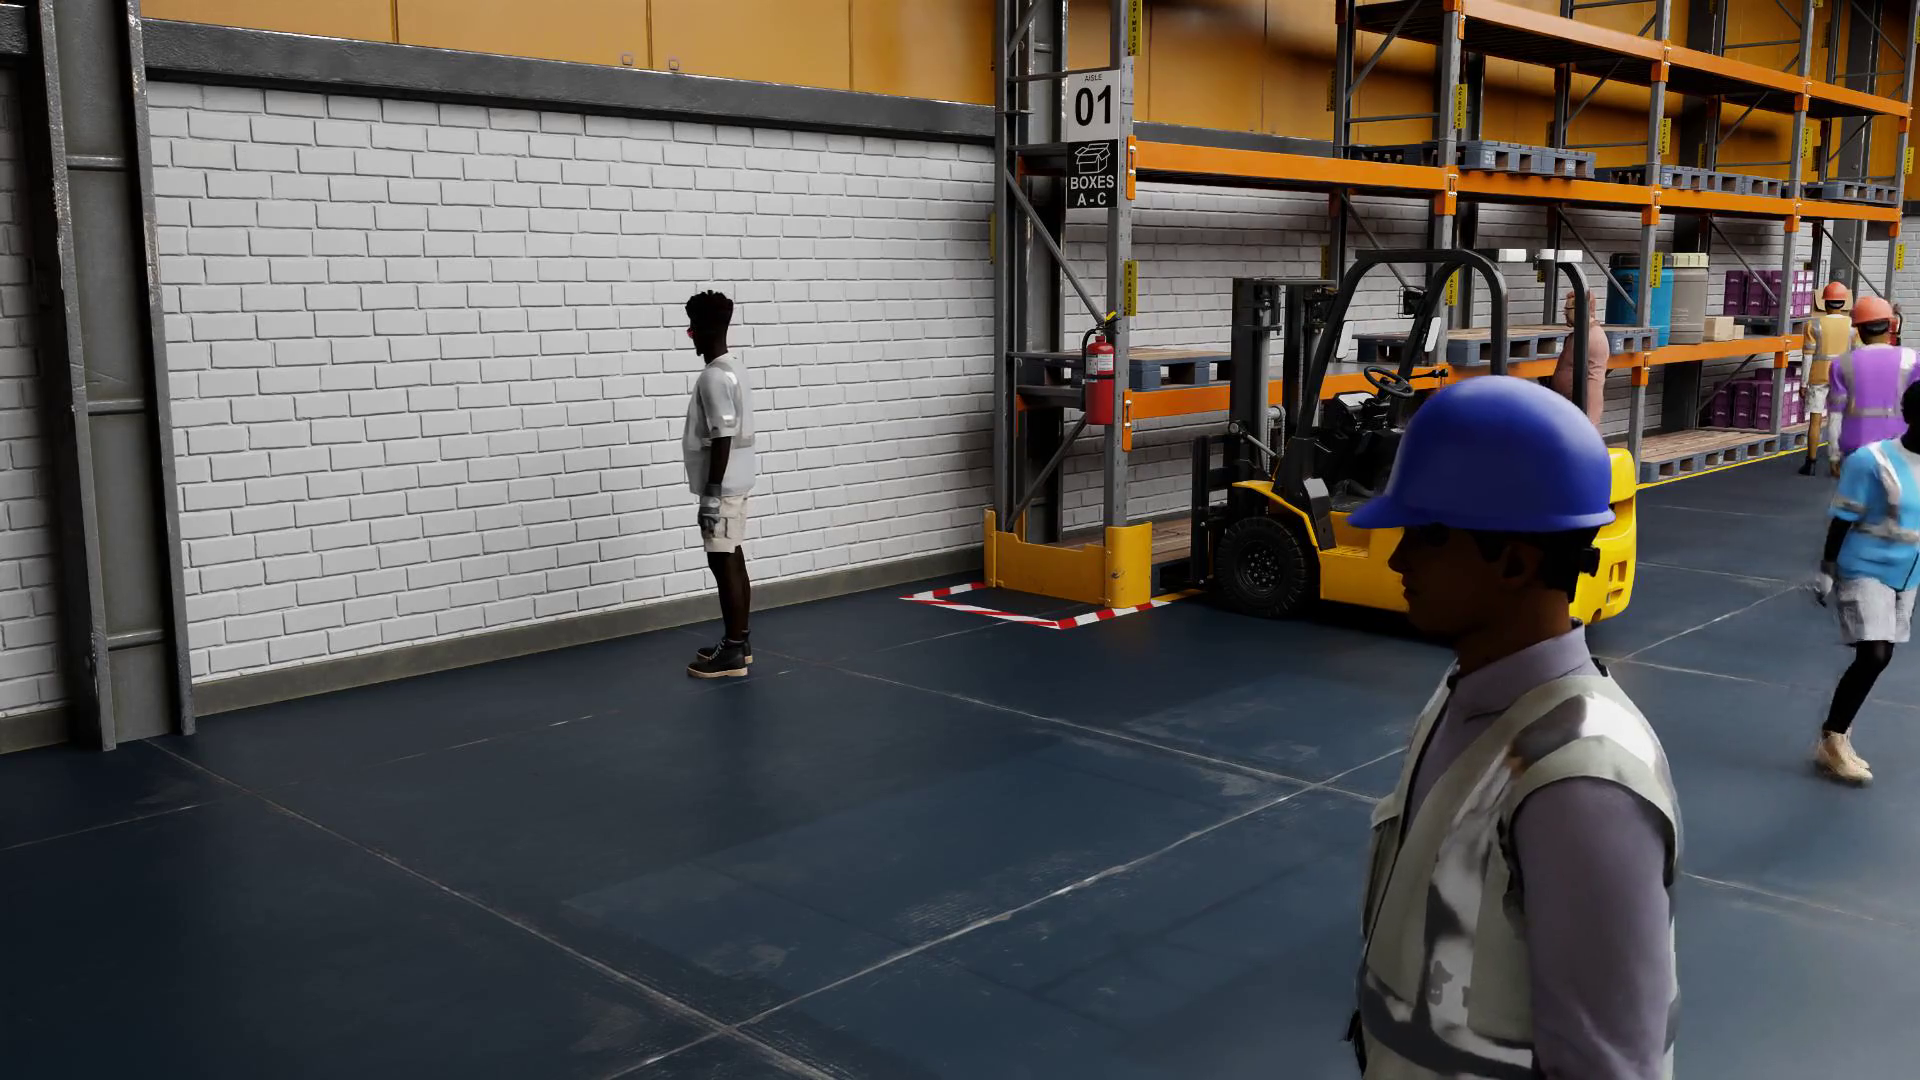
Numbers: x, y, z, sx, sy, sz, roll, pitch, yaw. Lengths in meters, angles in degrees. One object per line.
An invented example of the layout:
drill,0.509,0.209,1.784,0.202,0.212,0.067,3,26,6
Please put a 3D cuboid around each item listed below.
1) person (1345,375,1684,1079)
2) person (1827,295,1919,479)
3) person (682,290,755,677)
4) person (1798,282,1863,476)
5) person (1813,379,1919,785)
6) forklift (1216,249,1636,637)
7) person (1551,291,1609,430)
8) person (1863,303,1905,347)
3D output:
person,0.656,0.773,2.059,0.405,1.947,0.607,1,9,5
person,5.741,-0.577,10.453,0.582,1.912,0.679,5,11,30
person,-1.230,-0.278,8.490,0.361,1.948,0.617,0,9,2
person,8.694,-1.603,16.643,0.547,1.942,0.351,2,10,15
person,3.729,0.152,6.713,0.559,1.657,0.483,-3,10,-18
forklift,2.710,-0.584,9.626,2.313,2.155,1.214,9,13,43
person,4.875,-1.015,13.156,0.401,1.904,0.648,2,9,11
person,12.739,-2.477,23.028,0.581,1.624,0.370,8,12,42
